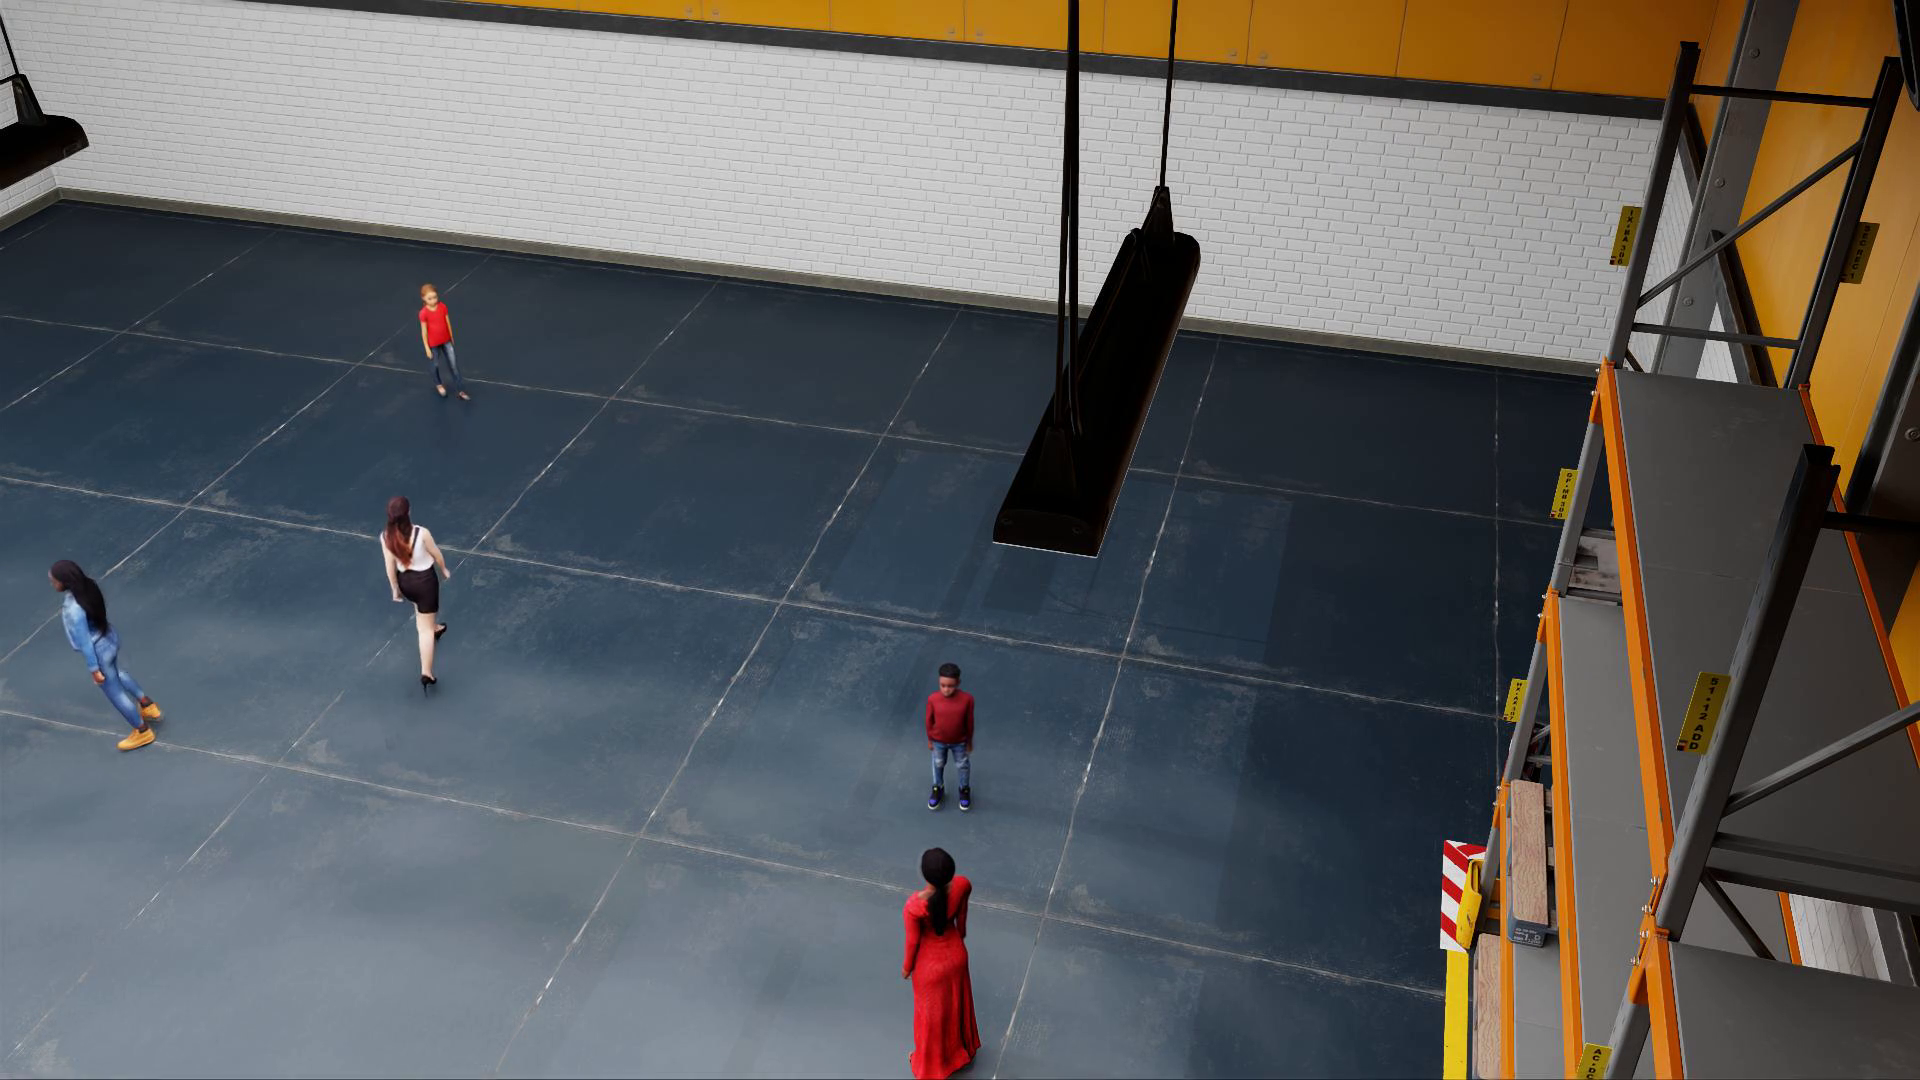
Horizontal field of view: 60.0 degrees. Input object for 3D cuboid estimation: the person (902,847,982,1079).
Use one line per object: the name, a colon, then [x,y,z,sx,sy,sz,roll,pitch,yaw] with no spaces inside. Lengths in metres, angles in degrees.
person: [-0.130,2.507,9.869,0.712,1.784,0.791,-23,40,-31]

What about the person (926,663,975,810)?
person: [-0.070,1.399,12.015,0.535,1.254,0.534,2,34,3]

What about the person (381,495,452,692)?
person: [-4.293,0.438,13.151,0.795,1.597,1.165,-1,34,-2]

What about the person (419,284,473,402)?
person: [-5.422,-2.067,17.199,0.815,1.288,0.826,-24,41,-32]

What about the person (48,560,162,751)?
person: [-6.402,0.843,12.450,0.808,1.699,0.705,-6,34,-9]
